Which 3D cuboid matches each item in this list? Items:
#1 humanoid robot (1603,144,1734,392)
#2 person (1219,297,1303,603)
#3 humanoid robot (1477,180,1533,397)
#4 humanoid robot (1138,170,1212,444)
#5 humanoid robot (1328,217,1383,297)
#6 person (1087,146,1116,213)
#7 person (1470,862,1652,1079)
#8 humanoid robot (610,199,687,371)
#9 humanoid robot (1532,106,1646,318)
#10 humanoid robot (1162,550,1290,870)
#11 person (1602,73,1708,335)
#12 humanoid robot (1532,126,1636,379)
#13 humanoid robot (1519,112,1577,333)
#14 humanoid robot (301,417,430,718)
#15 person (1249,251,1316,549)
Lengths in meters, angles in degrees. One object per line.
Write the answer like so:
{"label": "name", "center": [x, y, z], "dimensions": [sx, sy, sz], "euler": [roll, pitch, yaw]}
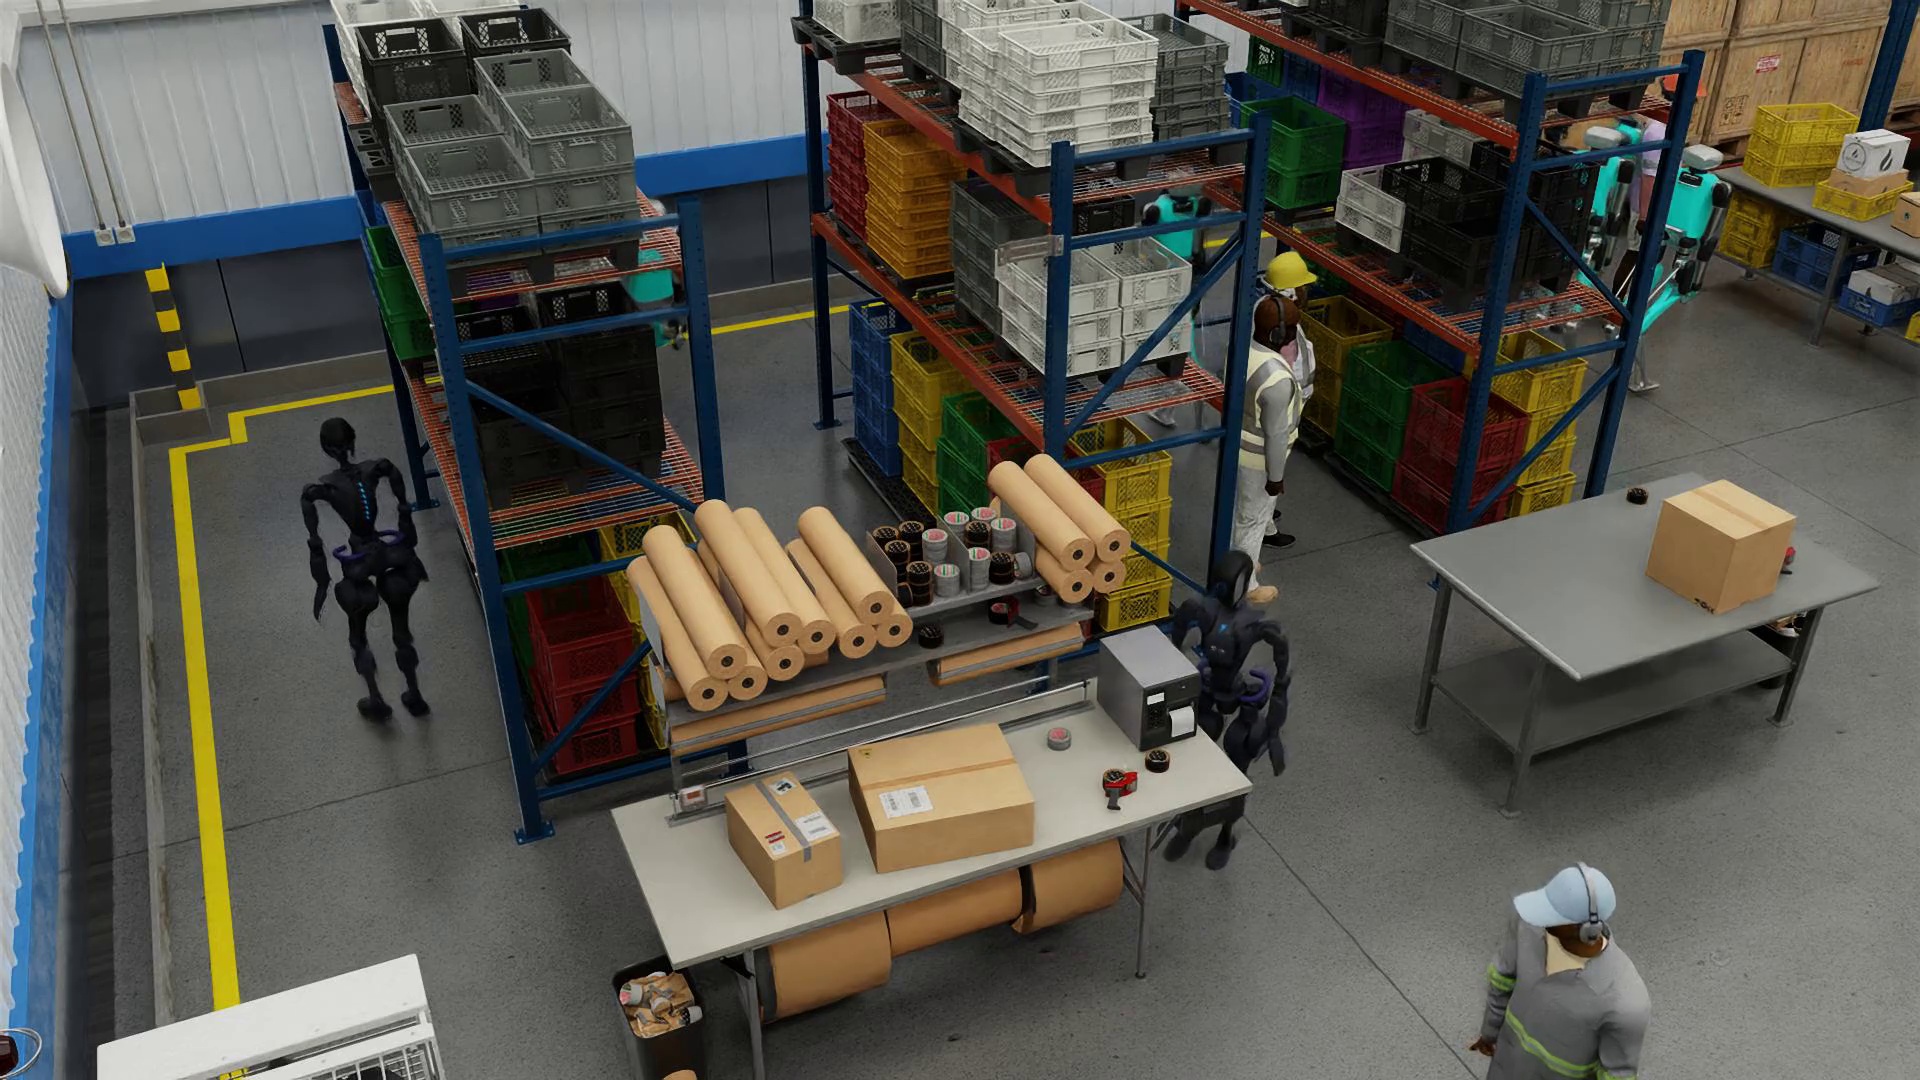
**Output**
{"label": "humanoid robot", "center": [4.779, -1.835, 11.457], "dimensions": [0.748, 1.687, 0.530], "euler": [-20, 37, -29]}
{"label": "person", "center": [1.666, -0.500, 9.296], "dimensions": [0.431, 1.836, 0.617], "euler": [-8, 33, -13]}
{"label": "humanoid robot", "center": [3.733, -1.753, 11.474], "dimensions": [0.438, 1.647, 0.588], "euler": [24, 39, 33]}
{"label": "humanoid robot", "center": [1.530, -1.446, 11.007], "dimensions": [0.554, 1.892, 0.778], "euler": [-17, 36, -26]}
{"label": "humanoid robot", "center": [3.047, -2.381, 12.518], "dimensions": [0.593, 1.640, 0.525], "euler": [-24, 39, -33]}
{"label": "person", "center": [0.994, -2.909, 13.155], "dimensions": [0.343, 1.882, 0.583], "euler": [-28, 41, -37]}
{"label": "person", "center": [1.930, 1.789, 5.559], "dimensions": [0.404, 1.848, 0.589], "euler": [-14, 34, -21]}
{"label": "humanoid robot", "center": [-2.157, -1.486, 10.997], "dimensions": [0.557, 1.766, 0.965], "euler": [-19, 36, -28]}
{"label": "humanoid robot", "center": [4.687, -2.511, 12.660], "dimensions": [0.940, 1.745, 0.535], "euler": [21, 37, 30]}
{"label": "humanoid robot", "center": [1.181, 0.787, 7.351], "dimensions": [0.599, 1.651, 0.351], "euler": [15, 35, 23]}
{"label": "person", "center": [5.173, -2.521, 12.377], "dimensions": [0.383, 2.039, 0.615], "euler": [16, 35, 24]}
{"label": "humanoid robot", "center": [4.330, -1.968, 11.772], "dimensions": [0.541, 1.769, 0.768], "euler": [14, 34, 22]}
{"label": "humanoid robot", "center": [4.409, -2.366, 12.484], "dimensions": [0.605, 1.634, 0.450], "euler": [-16, 35, -24]}
{"label": "humanoid robot", "center": [-2.958, 0.164, 8.364], "dimensions": [0.601, 1.634, 0.411], "euler": [-27, 40, -36]}
{"label": "person", "center": [1.868, -0.823, 9.811], "dimensions": [0.404, 1.837, 0.587], "euler": [-3, 32, -4]}
